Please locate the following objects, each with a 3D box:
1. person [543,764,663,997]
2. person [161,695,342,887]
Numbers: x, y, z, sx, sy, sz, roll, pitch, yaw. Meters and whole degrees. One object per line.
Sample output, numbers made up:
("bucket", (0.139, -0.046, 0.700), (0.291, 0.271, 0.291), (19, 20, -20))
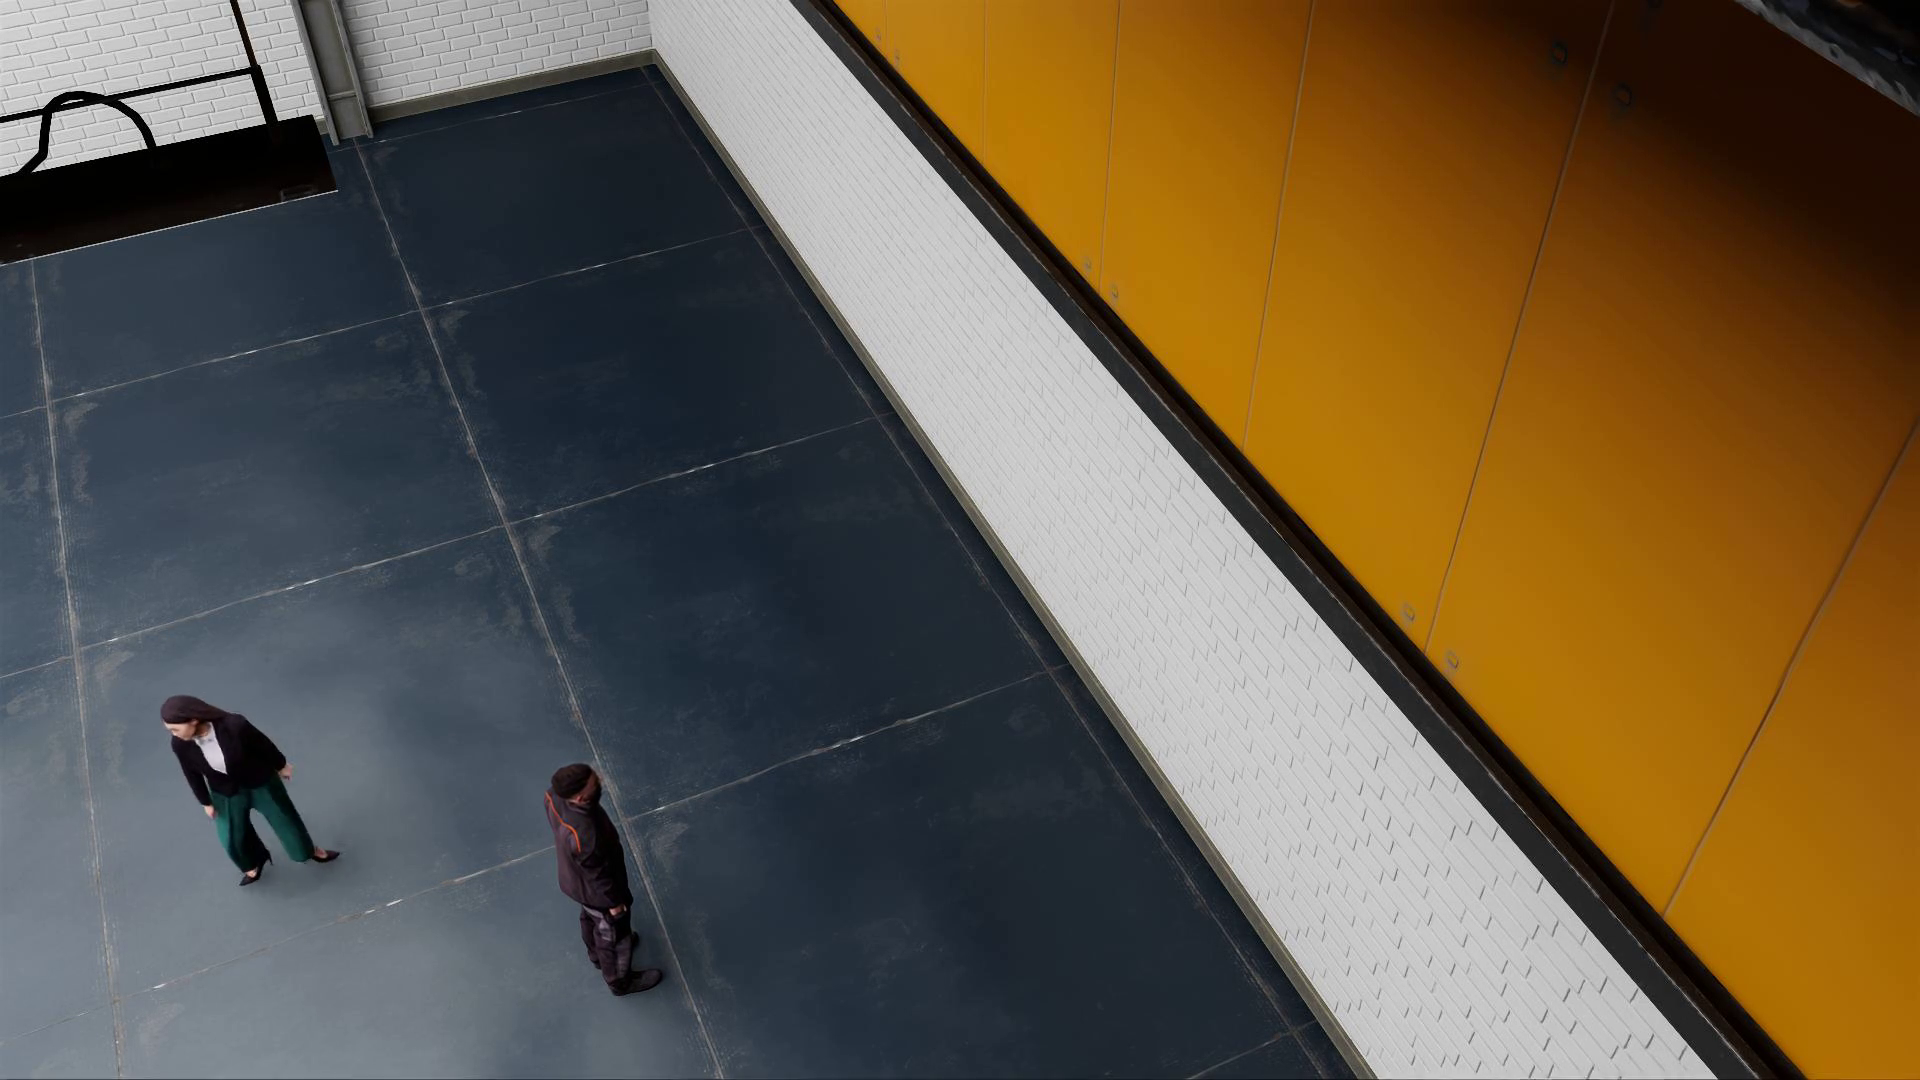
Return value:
("person", (-1.978, 1.814, 9.006), (0.655, 1.857, 0.744), (-24, 49, -23))
("person", (-4.052, 1.390, 9.556), (0.496, 1.714, 0.799), (-27, 50, -26))
